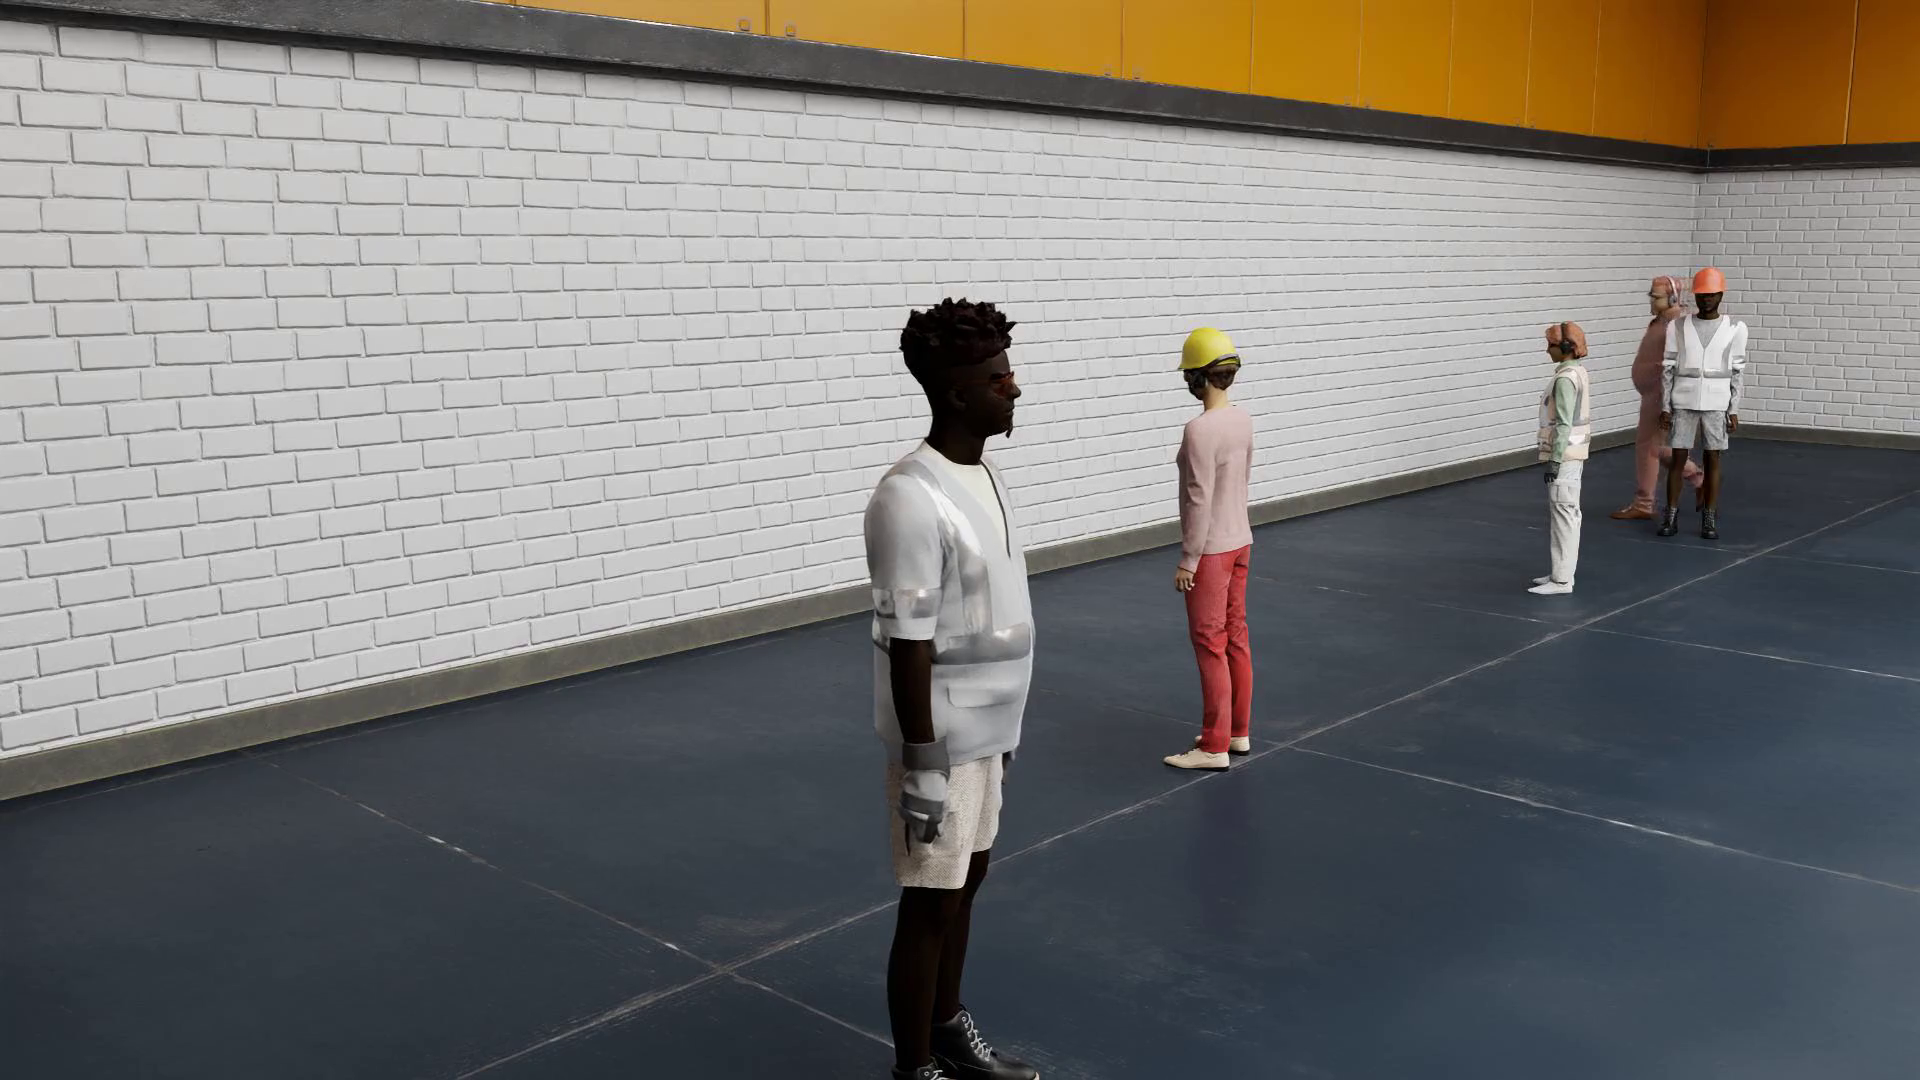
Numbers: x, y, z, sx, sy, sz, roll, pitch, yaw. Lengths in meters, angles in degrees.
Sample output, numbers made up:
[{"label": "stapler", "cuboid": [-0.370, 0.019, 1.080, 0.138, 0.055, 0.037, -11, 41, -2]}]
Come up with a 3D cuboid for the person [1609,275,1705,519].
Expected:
[{"label": "person", "cuboid": [5.381, -1.062, 12.612, 0.690, 1.873, 0.694, 3, 10, 16]}]

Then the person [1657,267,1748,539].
[{"label": "person", "cuboid": [5.304, -0.972, 11.912, 0.545, 1.938, 0.360, 5, 11, 24]}]

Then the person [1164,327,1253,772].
[{"label": "person", "cuboid": [0.992, 0.039, 6.644, 0.321, 1.765, 0.533, 6, 12, 31]}]

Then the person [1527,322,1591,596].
[{"label": "person", "cuboid": [3.614, -0.483, 9.979, 0.309, 1.639, 0.514, 5, 11, 26]}]

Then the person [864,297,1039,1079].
[{"label": "person", "cuboid": [-0.009, 0.429, 3.847, 0.362, 1.965, 0.612, 3, 10, 16]}]
